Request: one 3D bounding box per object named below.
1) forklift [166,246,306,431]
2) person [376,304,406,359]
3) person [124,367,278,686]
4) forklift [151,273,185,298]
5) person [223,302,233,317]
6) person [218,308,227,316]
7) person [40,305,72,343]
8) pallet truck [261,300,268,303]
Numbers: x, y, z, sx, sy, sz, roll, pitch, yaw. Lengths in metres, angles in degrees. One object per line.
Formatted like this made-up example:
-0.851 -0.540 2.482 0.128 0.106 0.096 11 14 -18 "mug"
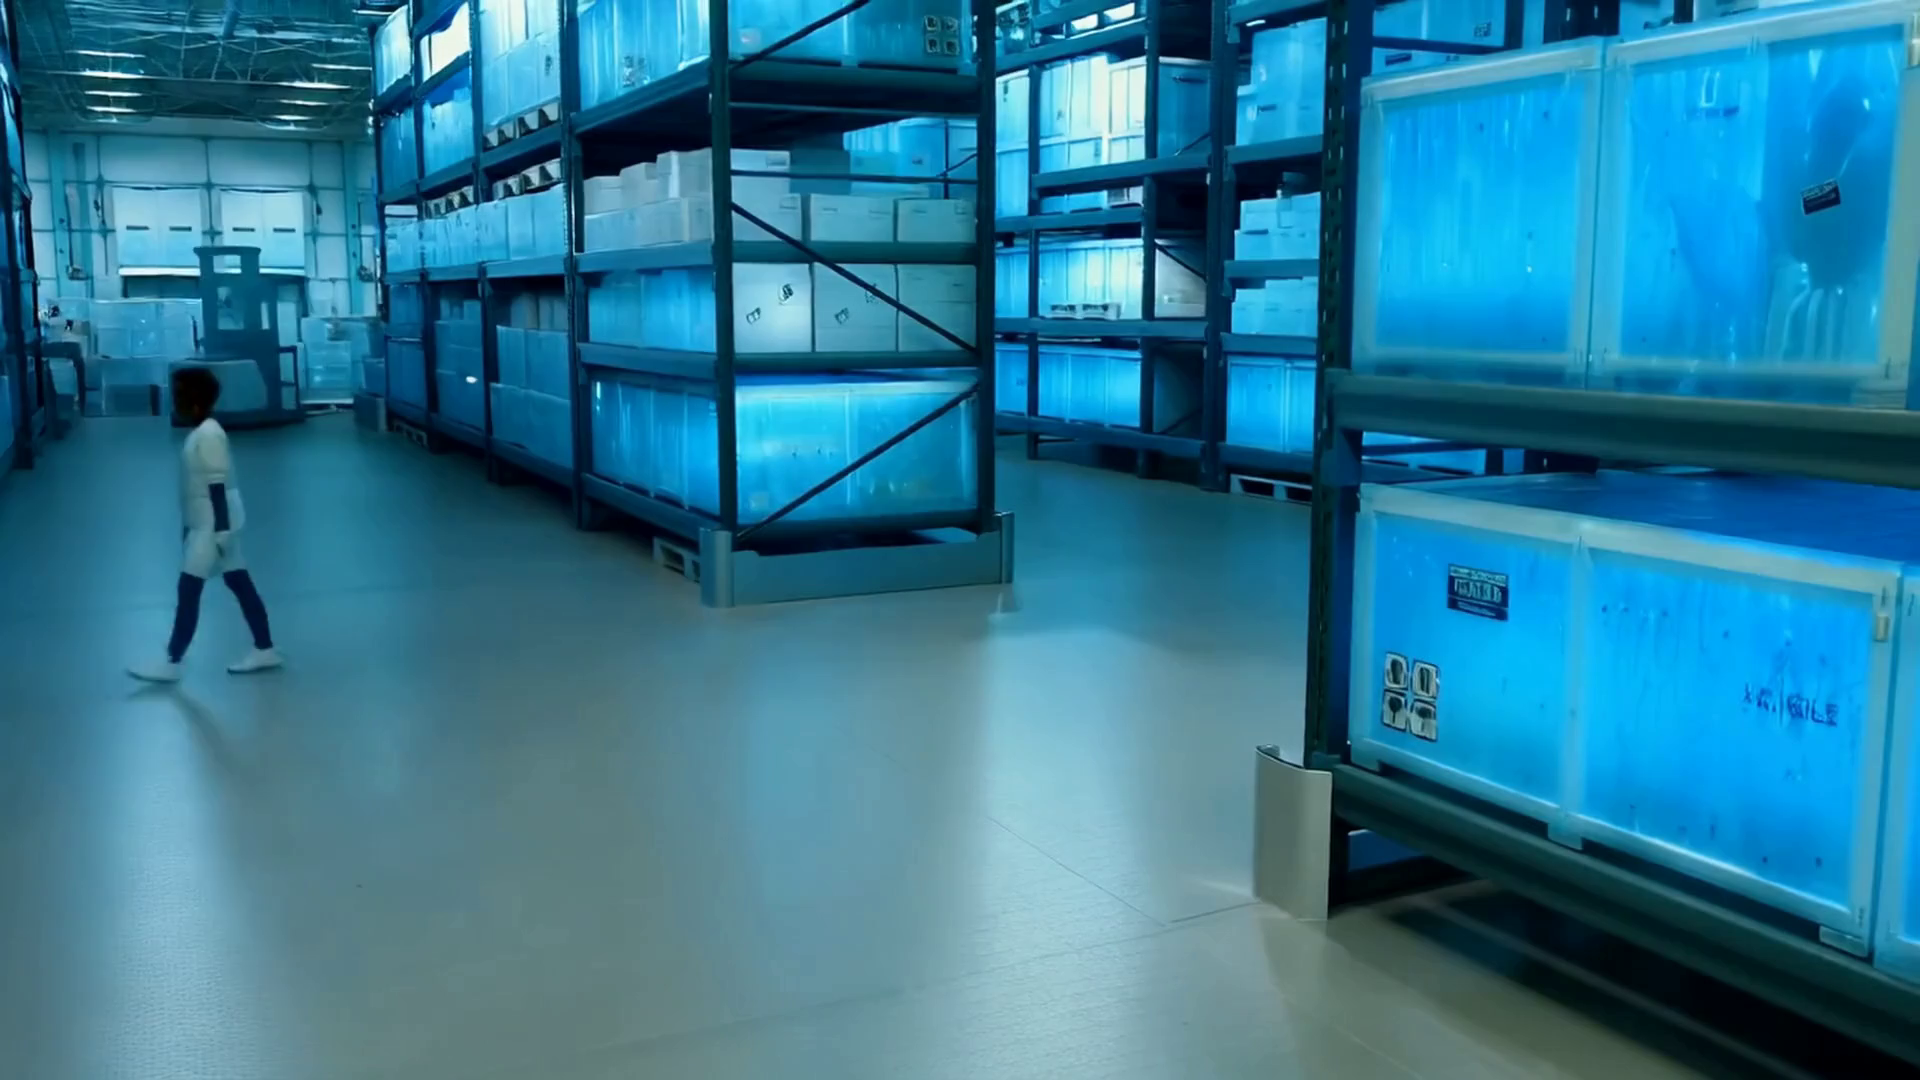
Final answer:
-11.284 -3.144 25.767 1.129 2.768 1.873 2 9 15 "forklift"
-10.133 -3.309 30.119 0.676 1.935 0.948 3 9 21 "person"
-4.034 -0.072 8.750 0.815 1.655 0.552 -4 9 -24 "person"
-24.814 -6.996 52.331 1.873 2.768 1.129 6 10 37 "forklift"
-25.111 -7.193 56.967 0.592 1.922 0.379 2 8 14 "person"
-15.295 -3.892 34.495 0.628 1.843 0.429 7 11 41 "person"
-20.500 -4.383 37.750 0.673 1.927 0.706 -4 9 -26 "person"
-23.913 -7.404 58.171 1.885 1.965 0.823 -1 8 -9 "pallet truck"
